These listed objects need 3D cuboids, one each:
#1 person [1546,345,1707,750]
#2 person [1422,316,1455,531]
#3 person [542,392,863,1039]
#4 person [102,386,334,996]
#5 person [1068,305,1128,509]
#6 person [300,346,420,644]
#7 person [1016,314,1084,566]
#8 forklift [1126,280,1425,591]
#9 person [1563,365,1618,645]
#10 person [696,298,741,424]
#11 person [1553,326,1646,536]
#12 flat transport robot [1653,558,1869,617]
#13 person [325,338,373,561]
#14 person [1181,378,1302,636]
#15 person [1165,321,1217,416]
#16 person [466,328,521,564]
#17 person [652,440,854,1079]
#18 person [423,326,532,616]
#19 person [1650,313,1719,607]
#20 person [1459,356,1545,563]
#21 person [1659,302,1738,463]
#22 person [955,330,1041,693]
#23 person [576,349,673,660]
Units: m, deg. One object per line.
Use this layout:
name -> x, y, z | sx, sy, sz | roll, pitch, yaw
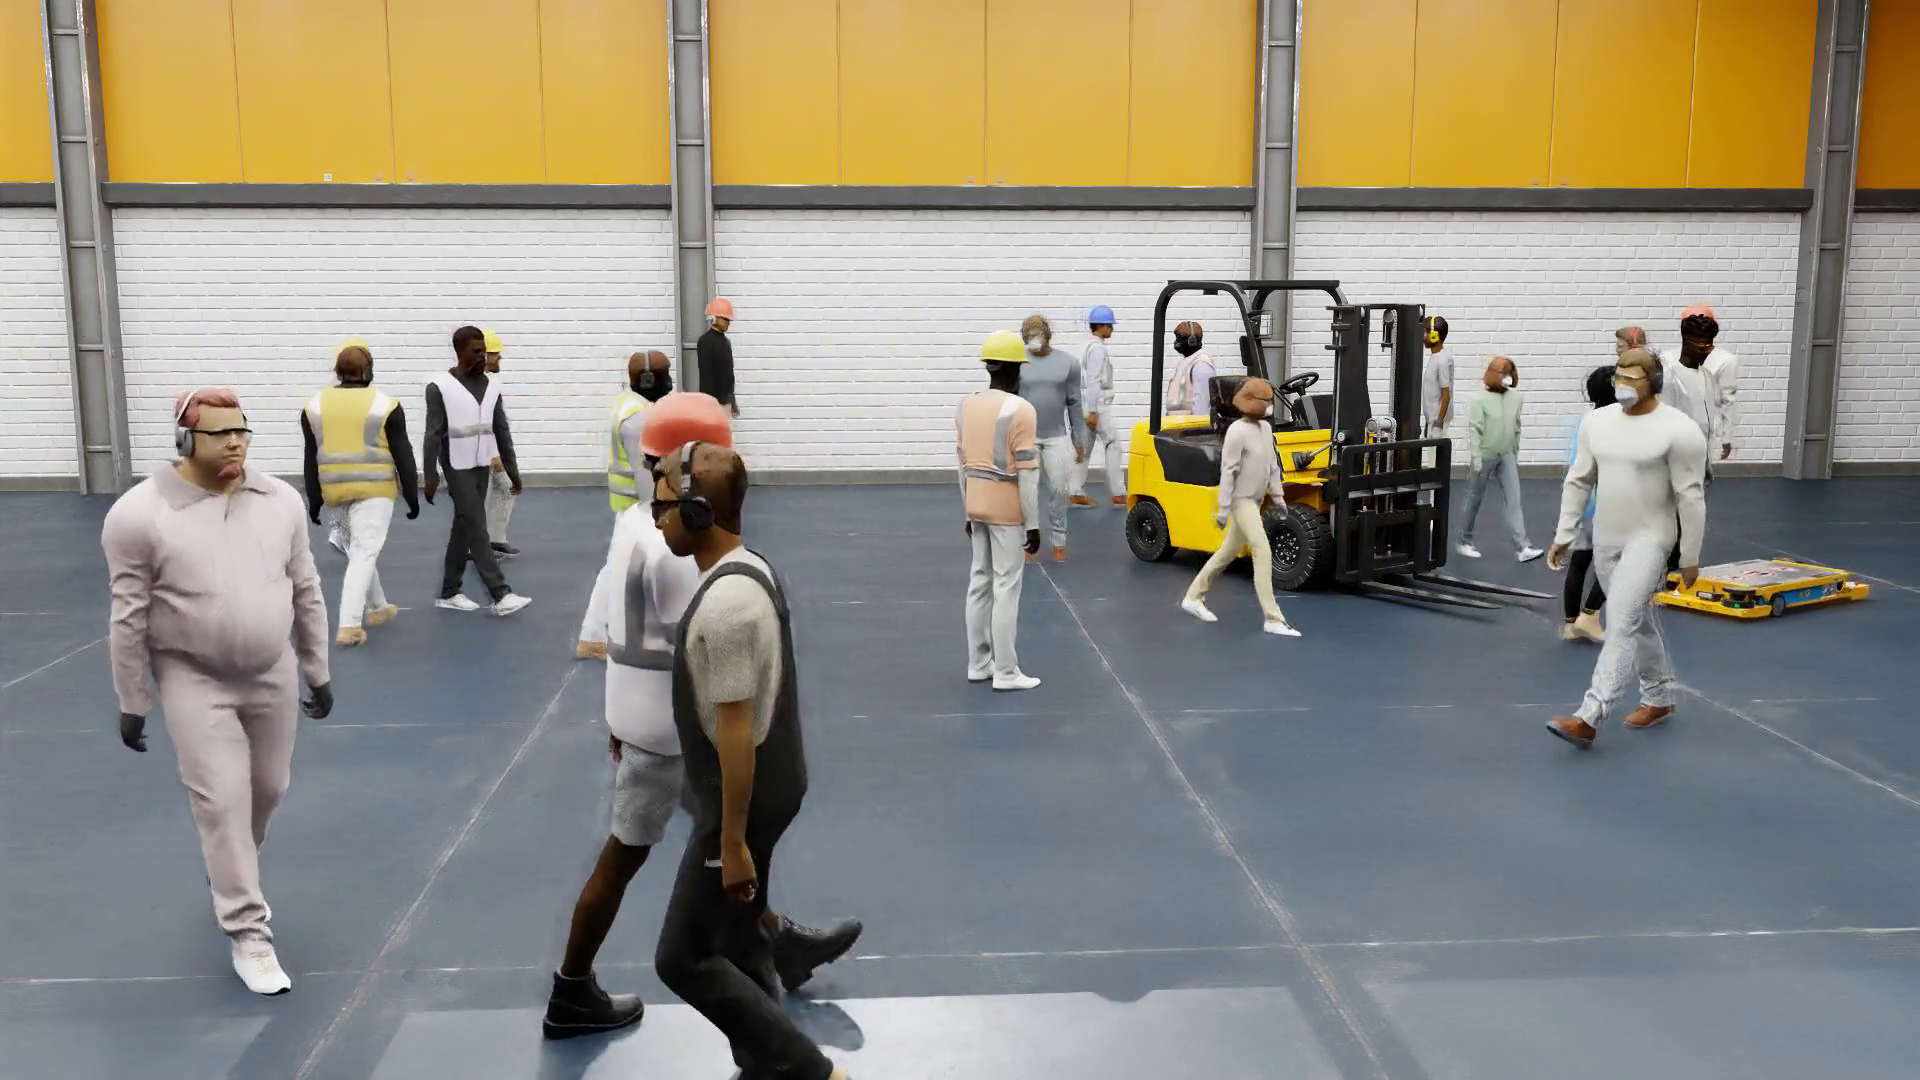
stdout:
person -> 3.133, 0.030, 7.868 | 1.026, 1.883, 0.636 | -5, 10, -28
person -> 4.109, -1.004, 14.424 | 0.329, 1.865, 0.518 | 1, 9, 9
person -> -0.772, 0.515, 4.833 | 1.018, 1.876, 0.564 | -3, 10, -19
person -> -2.361, 0.435, 5.368 | 0.885, 1.875, 0.661 | 8, 12, 41
person -> 1.403, -1.245, 15.732 | 0.828, 1.918, 0.646 | -1, 9, -6
person -> -3.655, -0.288, 10.176 | 0.634, 1.793, 0.986 | 1, 9, 4
person -> 0.622, -0.757, 12.739 | 0.661, 1.912, 0.417 | -1, 9, -4
forklift -> 2.301, -0.860, 12.475 | 1.214, 2.155, 2.313 | -6, 11, -35
person -> 3.797, -0.194, 9.860 | 0.398, 1.680, 0.556 | 1, 9, 3
person -> -2.379, -1.383, 16.431 | 0.397, 1.985, 0.642 | 2, 9, 14
person -> 5.259, -0.802, 13.325 | 0.640, 1.809, 0.772 | -7, 11, -38
flat transport robot -> 5.388, 0.308, 11.163 | 1.431, 0.197, 0.652 | -6, 11, -32
person -> -4.671, -0.692, 12.863 | 0.512, 1.726, 0.363 | 5, 10, 28
person -> 1.765, -0.220, 10.421 | 0.845, 1.604, 0.499 | 6, 11, 32
person -> 1.954, -0.935, 14.086 | 0.430, 1.838, 0.629 | -1, 9, -7
person -> -3.574, -0.705, 12.708 | 0.565, 1.811, 0.590 | -2, 9, -11
person -> -0.552, 0.663, 4.104 | 0.425, 1.824, 0.519 | 0, 9, 0
person -> -3.091, -0.439, 10.809 | 0.938, 1.876, 0.624 | 4, 10, 26
person -> 4.874, -0.540, 11.204 | 0.604, 1.959, 0.379 | -6, 11, -35
person -> 4.151, -0.611, 12.792 | 0.534, 1.586, 0.851 | -3, 10, -18
person -> 5.849, -0.890, 13.260 | 0.625, 2.012, 0.946 | 7, 12, 38
person -> 0.217, -0.153, 8.892 | 0.390, 1.925, 0.587 | -7, 11, -38
person -> -1.772, -0.192, 9.541 | 0.981, 1.793, 0.651 | -1, 9, -5
